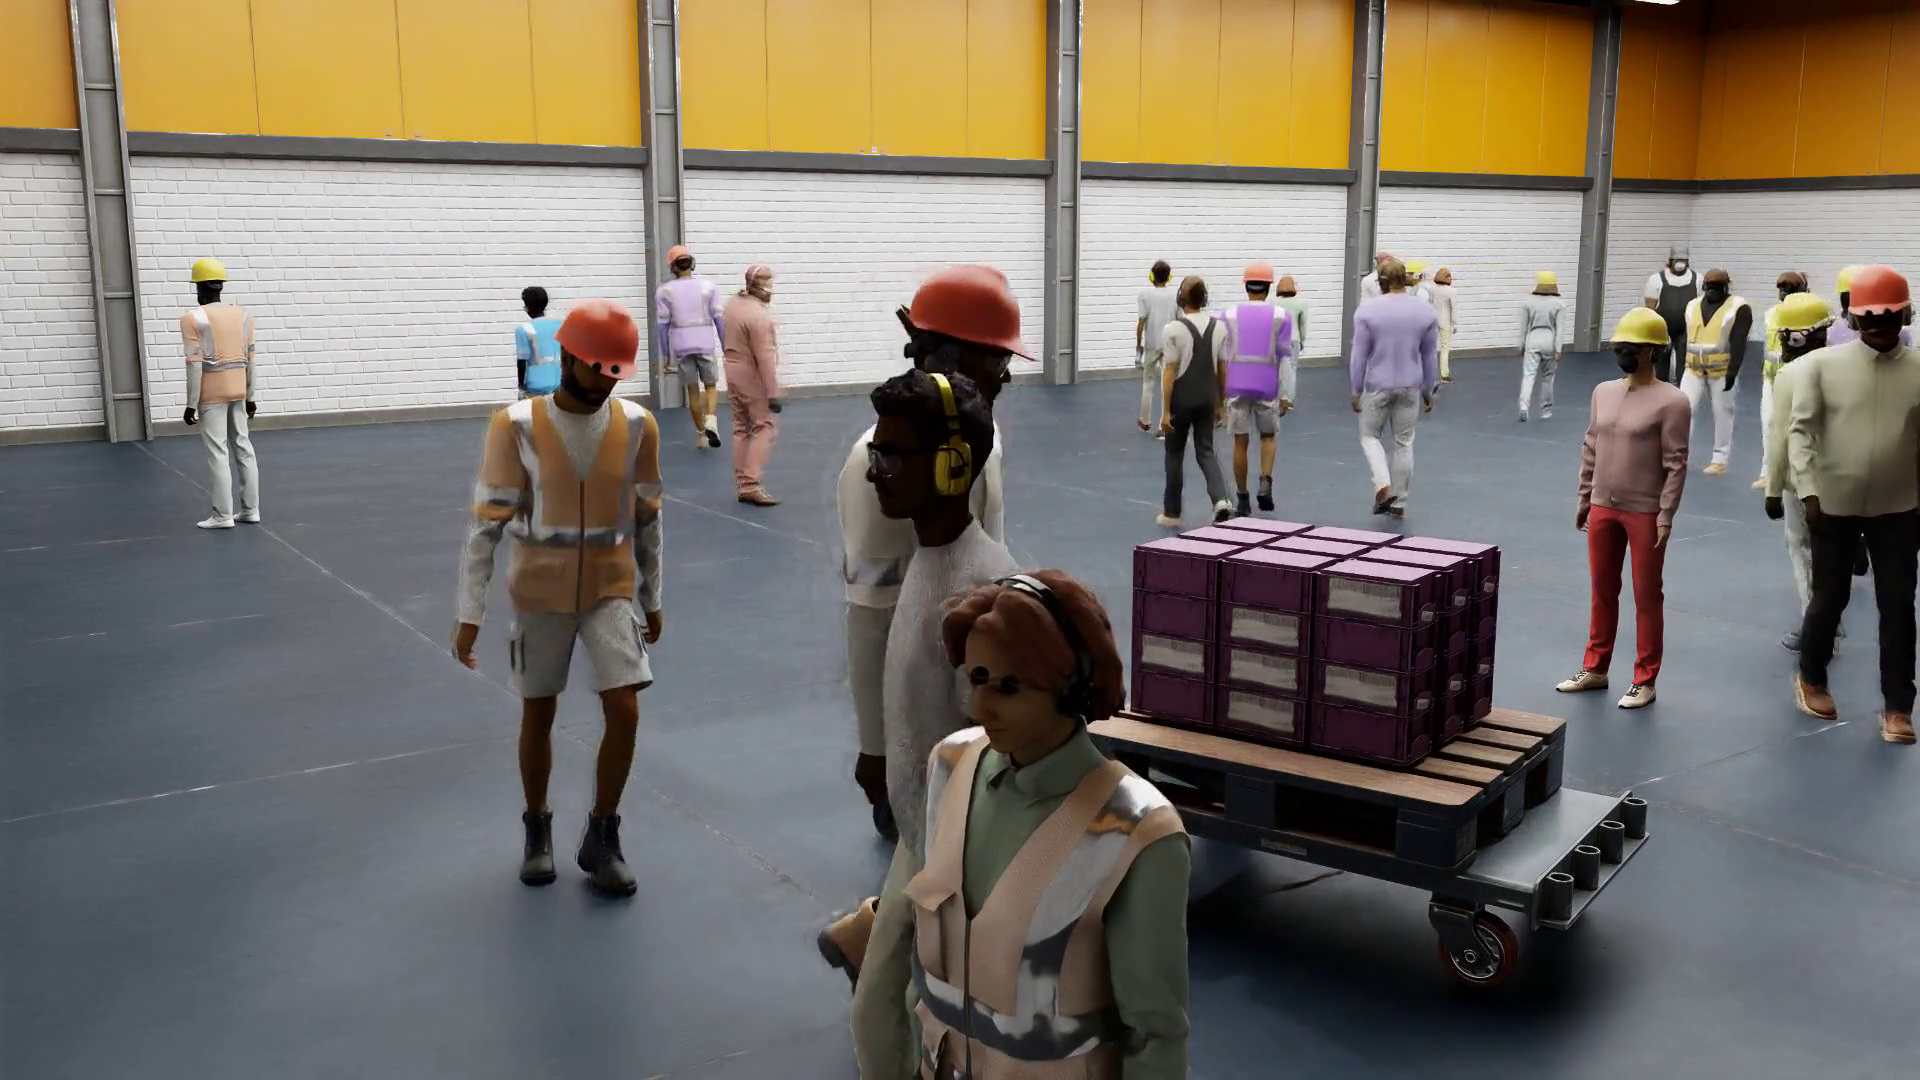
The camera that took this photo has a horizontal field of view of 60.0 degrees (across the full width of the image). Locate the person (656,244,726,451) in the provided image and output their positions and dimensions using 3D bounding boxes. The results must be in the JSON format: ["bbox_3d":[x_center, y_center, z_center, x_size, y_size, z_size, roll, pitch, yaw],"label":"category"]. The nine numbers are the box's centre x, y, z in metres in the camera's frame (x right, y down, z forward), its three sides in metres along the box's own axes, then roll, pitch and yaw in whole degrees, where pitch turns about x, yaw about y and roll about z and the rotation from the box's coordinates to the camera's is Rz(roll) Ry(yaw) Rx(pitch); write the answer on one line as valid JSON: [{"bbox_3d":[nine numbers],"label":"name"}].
[{"bbox_3d":[-2.580,-1.851,16.126,0.699,2.000,0.591,-2,10,-10],"label":"person"}]

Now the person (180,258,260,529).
[{"bbox_3d":[-5.290,-1.037,11.869,0.373,1.925,0.595,5,11,25],"label":"person"}]

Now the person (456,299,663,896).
[{"bbox_3d":[-1.255,0.196,5.226,0.693,1.880,0.635,-4,11,-22],"label":"person"}]

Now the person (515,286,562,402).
[{"bbox_3d":[-3.424,-1.257,13.755,0.397,1.673,0.580,10,14,43],"label":"person"}]

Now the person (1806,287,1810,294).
[{"bbox_3d":[8.573,-1.853,17.201,0.514,1.611,0.772,7,12,33],"label":"person"}]

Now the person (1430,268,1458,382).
[{"bbox_3d":[6.915,-3.092,23.940,0.509,1.632,0.266,9,14,41],"label":"person"}]

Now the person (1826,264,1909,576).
[{"bbox_3d":[5.410,-0.709,10.114,0.607,1.913,0.638,4,11,19],"label":"person"}]

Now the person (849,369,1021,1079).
[{"bbox_3d":[0.039,0.589,3.204,0.796,1.847,0.524,-2,11,-13],"label":"person"}]

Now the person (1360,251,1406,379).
[{"bbox_3d":[5.486,-2.822,21.749,0.657,1.888,0.445,-2,10,-9],"label":"person"}]

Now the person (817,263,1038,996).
[{"bbox_3d":[-0.090,0.352,4.005,0.550,2.015,0.634,6,12,28],"label":"person"}]

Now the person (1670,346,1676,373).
[{"bbox_3d":[9.934,-2.966,23.377,0.875,1.587,0.515,-4,11,-20],"label":"person"}]

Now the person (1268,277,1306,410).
[{"bbox_3d":[3.965,-2.404,20.302,0.510,1.590,0.857,0,10,3],"label":"person"}]

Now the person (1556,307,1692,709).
[{"bbox_3d":[2.967,-0.142,7.399,0.302,1.772,0.523,-6,12,-30],"label":"person"}]

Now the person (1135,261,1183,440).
[{"bbox_3d":[2.057,-1.977,17.289,0.553,1.820,0.977,-1,10,-4],"label":"person"}]

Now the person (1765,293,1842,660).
[{"bbox_3d":[4.213,-0.315,8.251,0.610,1.801,0.501,-6,12,-30],"label":"person"}]

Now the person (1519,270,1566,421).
[{"bbox_3d":[6.590,-2.204,18.888,0.494,1.708,0.876,6,12,29],"label":"person"}]

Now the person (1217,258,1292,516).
[{"bbox_3d":[2.185,-1.127,12.405,0.541,1.921,0.427,2,11,11],"label":"person"}]

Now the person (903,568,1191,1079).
[{"bbox_3d":[0.107,0.842,2.363,0.309,1.638,0.511,-9,14,-41],"label":"person"}]

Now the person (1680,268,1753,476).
[{"bbox_3d":[6.457,-1.441,14.399,0.750,1.807,0.629,-8,13,-38],"label":"person"}]

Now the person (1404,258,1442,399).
[{"bbox_3d":[5.616,-2.550,20.474,0.525,1.815,0.606,0,10,0],"label":"person"}]

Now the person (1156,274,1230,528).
[{"bbox_3d":[1.655,-0.935,11.654,0.511,1.827,0.792,-4,11,-19],"label":"person"}]

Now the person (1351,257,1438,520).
[{"bbox_3d":[3.171,-1.091,12.164,0.655,1.927,0.448,0,10,1],"label":"person"}]

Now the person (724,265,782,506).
[{"bbox_3d":[-1.614,-1.197,12.959,0.436,1.870,0.704,-7,12,-33],"label":"person"}]

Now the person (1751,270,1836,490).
[{"bbox_3d":[6.944,-1.324,13.771,0.784,1.814,0.632,-7,12,-32],"label":"person"}]

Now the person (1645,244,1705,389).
[{"bbox_3d":[8.865,-2.695,20.646,0.696,2.000,1.018,3,11,16],"label":"person"}]

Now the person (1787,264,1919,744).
[{"bbox_3d":[3.772,-0.163,6.969,0.626,1.962,0.656,3,11,14],"label":"person"}]
